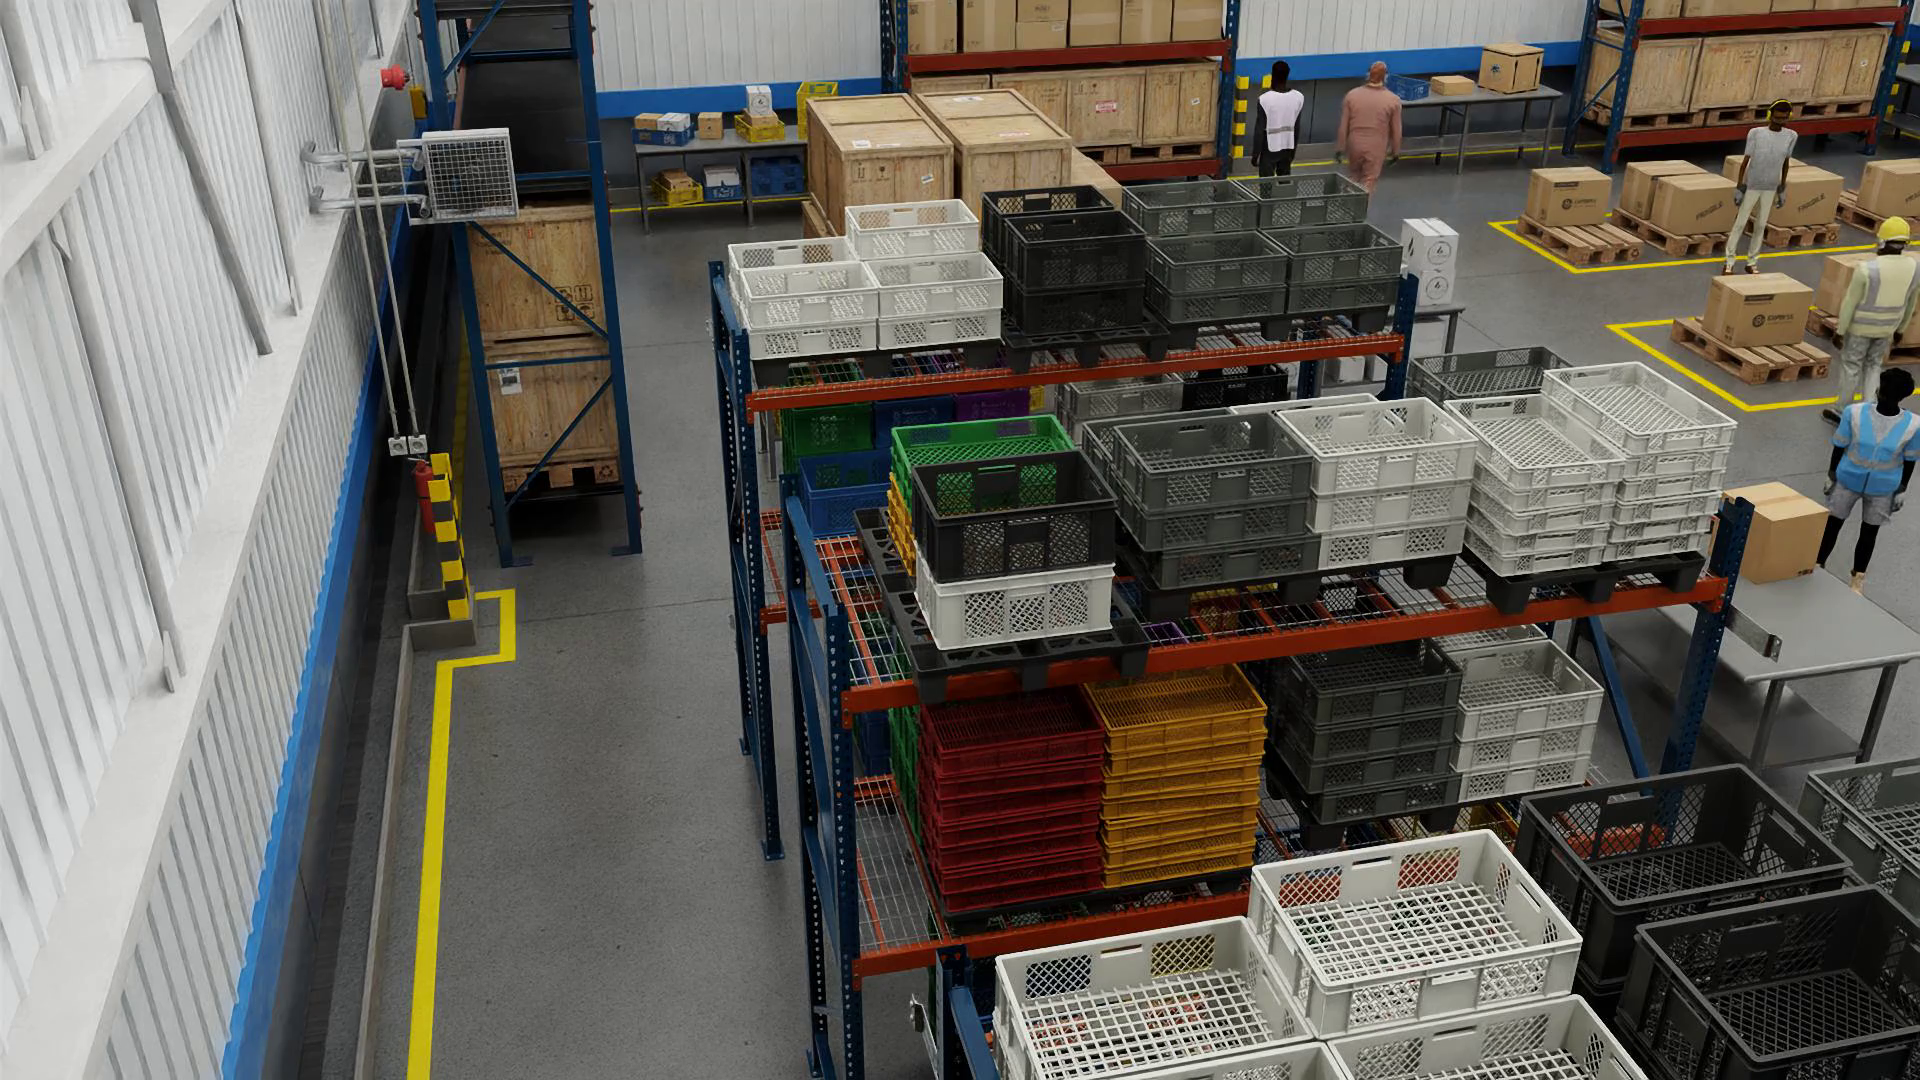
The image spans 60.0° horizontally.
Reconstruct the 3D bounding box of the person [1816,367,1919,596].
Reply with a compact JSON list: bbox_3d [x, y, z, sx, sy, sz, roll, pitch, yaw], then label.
[{"bbox_3d":[6.107,-0.376,11.207,0.535,1.699,0.321,16,32,27],"label":"person"}]

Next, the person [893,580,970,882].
[{"bbox_3d":[-0.104,0.903,8.528,0.356,1.938,0.633,-17,32,-29],"label":"person"}]

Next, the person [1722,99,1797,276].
[{"bbox_3d":[8.280,-3.621,17.193,0.508,1.865,0.329,3,28,5],"label":"person"}]

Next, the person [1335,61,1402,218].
[{"bbox_3d":[4.640,-4.444,18.743,0.676,1.862,0.970,14,31,25],"label":"person"}]

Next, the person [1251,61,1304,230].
[{"bbox_3d":[3.528,-4.358,18.547,0.584,1.910,0.383,-13,31,-24],"label":"person"}]

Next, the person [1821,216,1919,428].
[{"bbox_3d":[7.522,-1.771,13.729,0.596,1.822,0.405,-2,28,-4],"label":"person"}]

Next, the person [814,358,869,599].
[{"bbox_3d":[-0.805,-0.420,11.094,0.354,1.886,0.573,12,30,21],"label":"person"}]
